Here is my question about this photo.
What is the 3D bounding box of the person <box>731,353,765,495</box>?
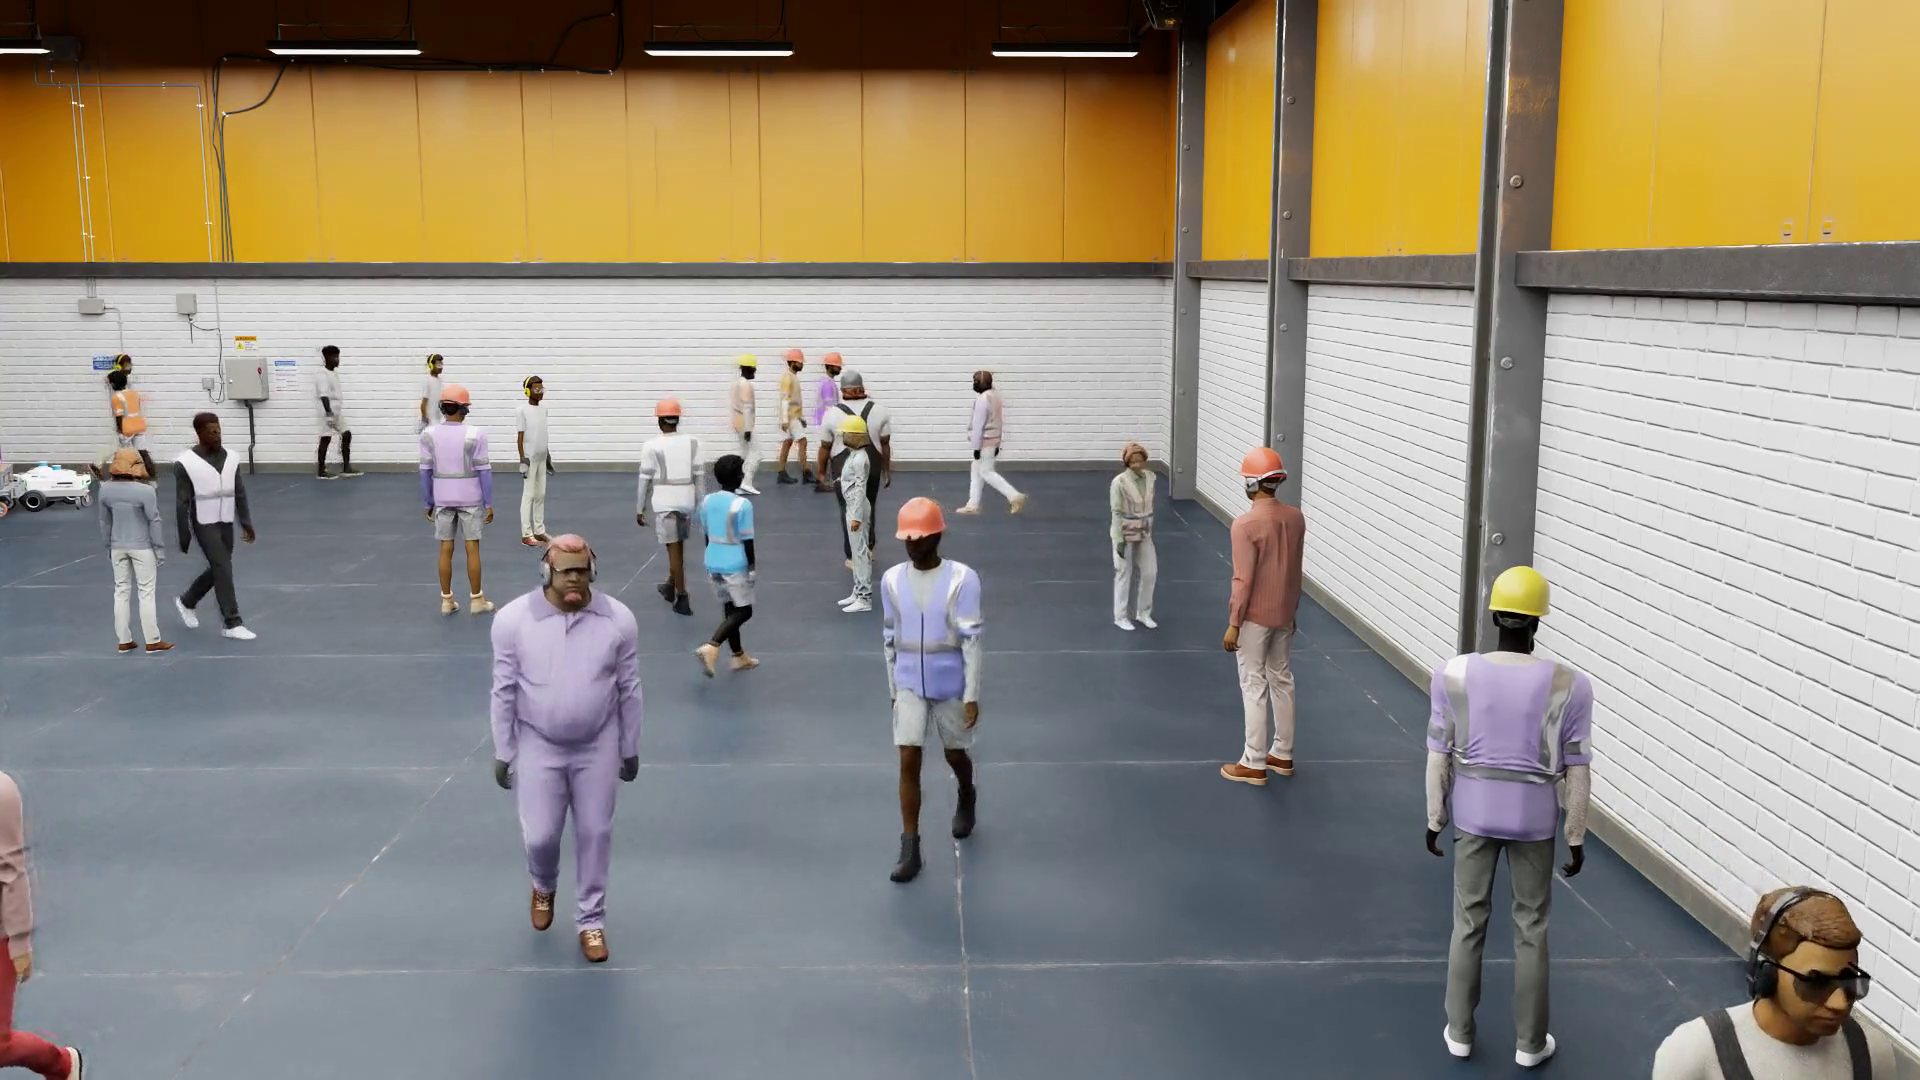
[{"bbox_3d":[-2.819,-1.536,22.223,0.458,1.910,0.622,-3,10,-18],"label":"person"}]

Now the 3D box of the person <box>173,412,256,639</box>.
[{"bbox_3d":[-6.225,-0.135,13.762,0.912,1.880,0.594,4,10,23],"label":"person"}]

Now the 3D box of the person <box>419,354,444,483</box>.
[{"bbox_3d":[-7.368,-1.693,23.433,0.466,1.844,0.488,0,9,2],"label":"person"}]

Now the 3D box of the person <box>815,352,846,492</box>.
[{"bbox_3d":[-1.643,-1.588,22.544,0.770,1.910,0.585,0,9,-1],"label":"person"}]

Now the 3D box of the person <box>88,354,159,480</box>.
[{"bbox_3d":[-12.013,-1.734,23.751,0.840,1.831,0.533,-1,9,-9],"label":"person"}]

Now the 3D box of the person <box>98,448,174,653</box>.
[{"bbox_3d":[-6.526,0.086,13.146,0.502,1.633,0.280,1,9,8],"label":"person"}]

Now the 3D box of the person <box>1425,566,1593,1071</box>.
[{"bbox_3d":[2.075,1.051,6.325,0.595,1.925,0.370,4,10,22],"label":"person"}]

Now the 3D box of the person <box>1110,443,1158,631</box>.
[{"bbox_3d":[1.424,-0.020,13.849,0.542,1.603,0.467,-7,12,-36],"label":"person"}]

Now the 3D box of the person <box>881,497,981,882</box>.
[{"bbox_3d":[-0.126,0.711,8.506,0.558,1.910,0.873,3,10,16],"label":"person"}]

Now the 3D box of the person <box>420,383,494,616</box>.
[{"bbox_3d":[-4.386,-0.350,14.566,0.616,2.040,0.382,1,9,3],"label":"person"}]

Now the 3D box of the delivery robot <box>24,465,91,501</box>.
[{"bbox_3d":[-11.382,-0.702,20.988,0.707,0.478,0.477,-2,9,-14],"label":"delivery robot"}]

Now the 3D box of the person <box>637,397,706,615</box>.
[{"bbox_3d":[-2.616,-0.320,14.815,0.574,1.896,0.928,-6,11,-33],"label":"person"}]

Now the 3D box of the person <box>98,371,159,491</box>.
[{"bbox_3d":[-11.372,-1.479,22.686,0.837,1.647,0.596,3,10,16],"label":"person"}]

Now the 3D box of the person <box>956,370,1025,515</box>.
[{"bbox_3d":[0.377,-1.182,20.404,0.840,1.814,0.624,3,10,16],"label":"person"}]

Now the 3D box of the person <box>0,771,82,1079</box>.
[{"bbox_3d":[-3.248,1.276,5.493,0.538,1.750,0.523,2,9,10],"label":"person"}]

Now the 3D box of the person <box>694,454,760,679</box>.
[{"bbox_3d":[-1.735,0.198,12.317,0.548,1.680,0.680,8,12,41],"label":"person"}]

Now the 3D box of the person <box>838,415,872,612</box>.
[{"bbox_3d":[-0.934,-0.238,14.789,0.289,1.746,0.487,-2,9,-10],"label":"person"}]

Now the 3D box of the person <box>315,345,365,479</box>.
[{"bbox_3d":[-8.965,-1.839,23.999,0.779,1.935,0.650,0,9,-3],"label":"person"}]

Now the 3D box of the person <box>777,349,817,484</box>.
[{"bbox_3d":[-2.230,-1.727,23.400,0.808,1.908,0.578,0,9,3],"label":"person"}]

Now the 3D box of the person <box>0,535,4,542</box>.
[{"bbox_3d":[-10.898,-0.864,18.451,0.385,1.819,0.696,-3,10,-15],"label":"person"}]

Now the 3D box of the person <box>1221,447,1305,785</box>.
[{"bbox_3d":[1.780,0.443,9.848,0.623,1.992,0.397,-8,12,-41],"label":"person"}]

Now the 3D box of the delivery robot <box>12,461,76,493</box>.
[{"bbox_3d":[-11.782,-0.767,21.382,0.477,0.478,0.707,8,12,41],"label":"delivery robot"}]

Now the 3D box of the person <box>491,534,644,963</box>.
[{"bbox_3d":[-1.728,0.900,7.361,0.665,1.892,0.490,-3,10,-20],"label":"person"}]

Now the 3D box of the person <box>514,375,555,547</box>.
[{"bbox_3d":[-4.656,-0.870,18.293,0.328,1.868,0.517,4,10,24],"label":"person"}]

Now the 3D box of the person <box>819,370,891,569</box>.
[{"bbox_3d":[-1.101,-0.744,16.985,0.714,2.000,0.735,-3,10,-16],"label":"person"}]

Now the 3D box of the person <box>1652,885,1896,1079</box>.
[{"bbox_3d":[1.693,1.597,3.338,0.541,1.805,0.907,-2,9,-12],"label":"person"}]
